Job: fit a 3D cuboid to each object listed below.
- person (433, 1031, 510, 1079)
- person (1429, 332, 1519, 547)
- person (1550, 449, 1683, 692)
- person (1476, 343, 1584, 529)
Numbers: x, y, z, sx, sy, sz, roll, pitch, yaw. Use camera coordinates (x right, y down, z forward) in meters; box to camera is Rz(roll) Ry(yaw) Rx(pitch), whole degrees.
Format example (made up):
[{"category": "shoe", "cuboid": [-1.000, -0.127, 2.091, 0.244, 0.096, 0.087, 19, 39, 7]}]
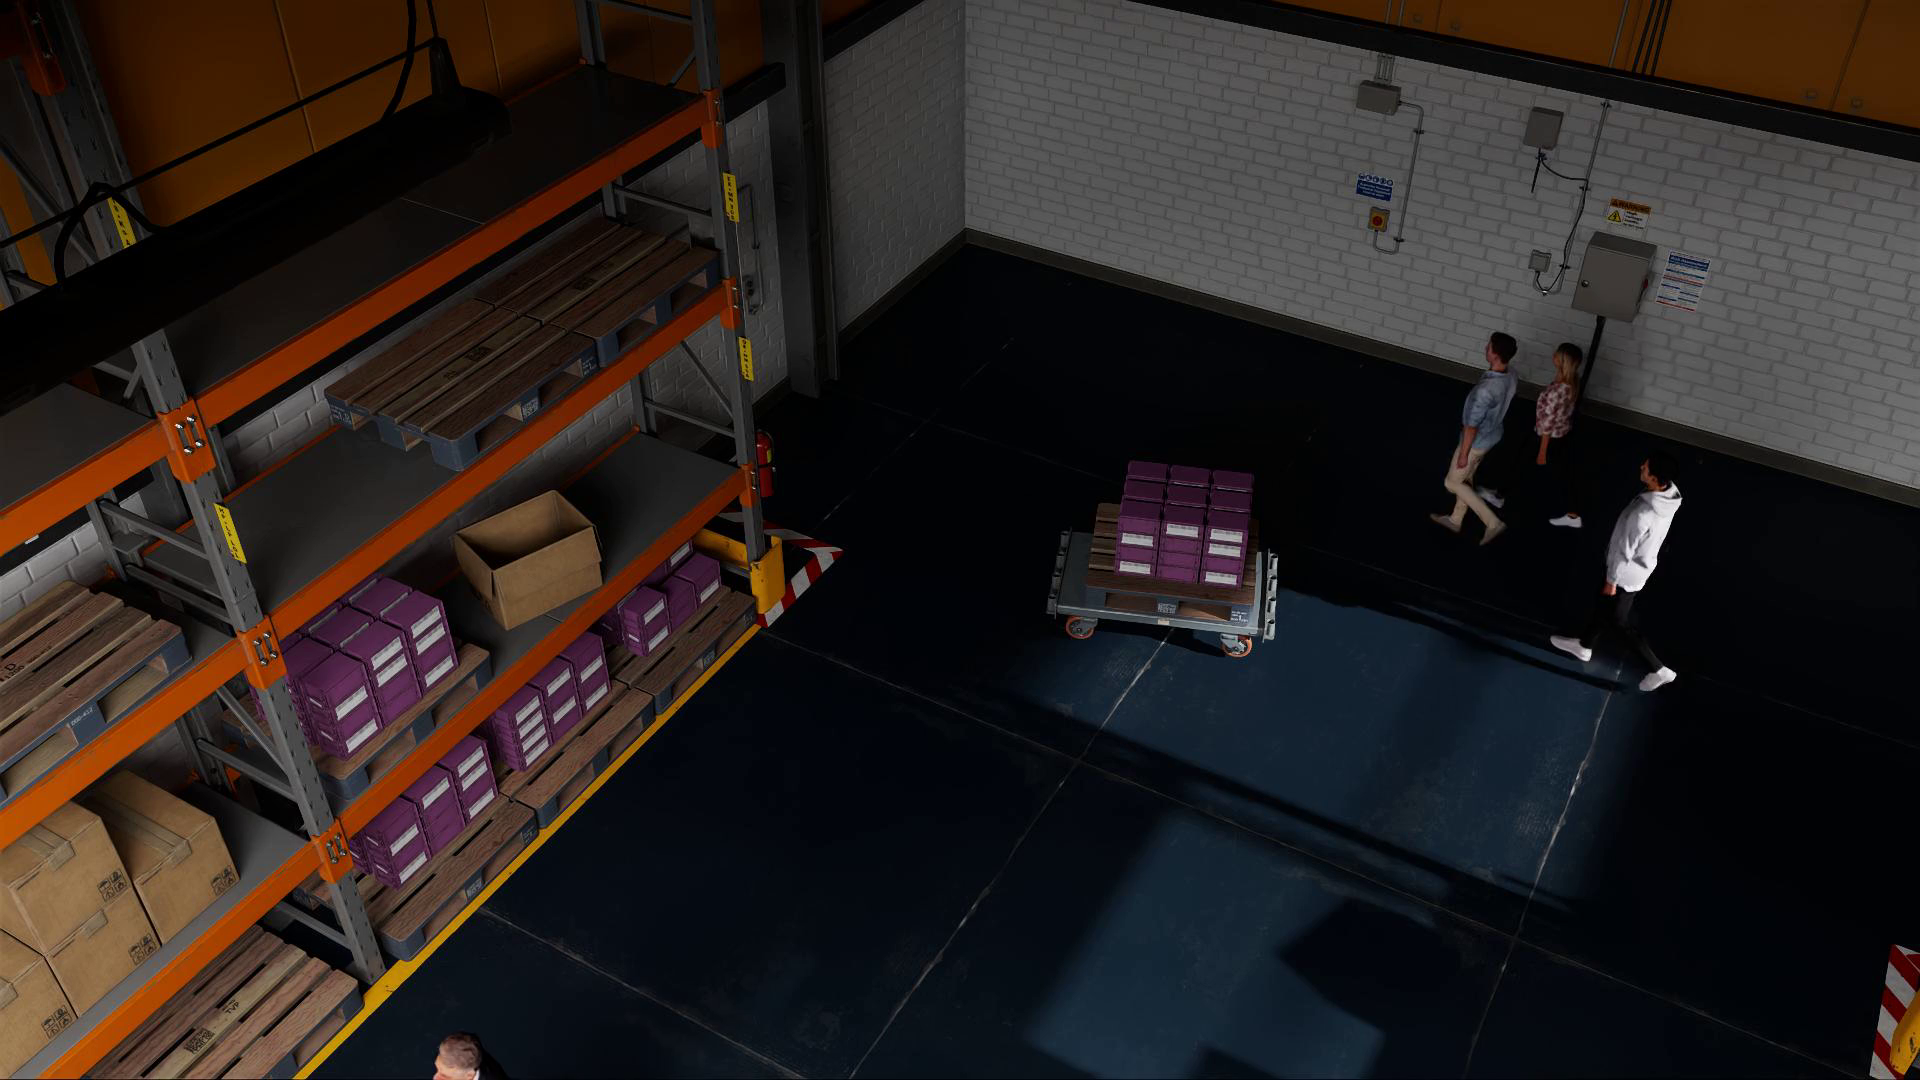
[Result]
[{"category": "person", "cuboid": [-2.213, 2.914, 8.183, 1.269, 1.782, 1.001, -23, 44, -26]}, {"category": "person", "cuboid": [4.028, -0.723, 12.697, 0.813, 1.831, 0.891, 29, 47, 31]}, {"category": "person", "cuboid": [4.696, 0.232, 11.444, 0.884, 1.904, 1.138, 28, 46, 30]}, {"category": "person", "cuboid": [4.674, -0.765, 12.939, 1.111, 1.596, 0.870, -31, 48, -33]}]
